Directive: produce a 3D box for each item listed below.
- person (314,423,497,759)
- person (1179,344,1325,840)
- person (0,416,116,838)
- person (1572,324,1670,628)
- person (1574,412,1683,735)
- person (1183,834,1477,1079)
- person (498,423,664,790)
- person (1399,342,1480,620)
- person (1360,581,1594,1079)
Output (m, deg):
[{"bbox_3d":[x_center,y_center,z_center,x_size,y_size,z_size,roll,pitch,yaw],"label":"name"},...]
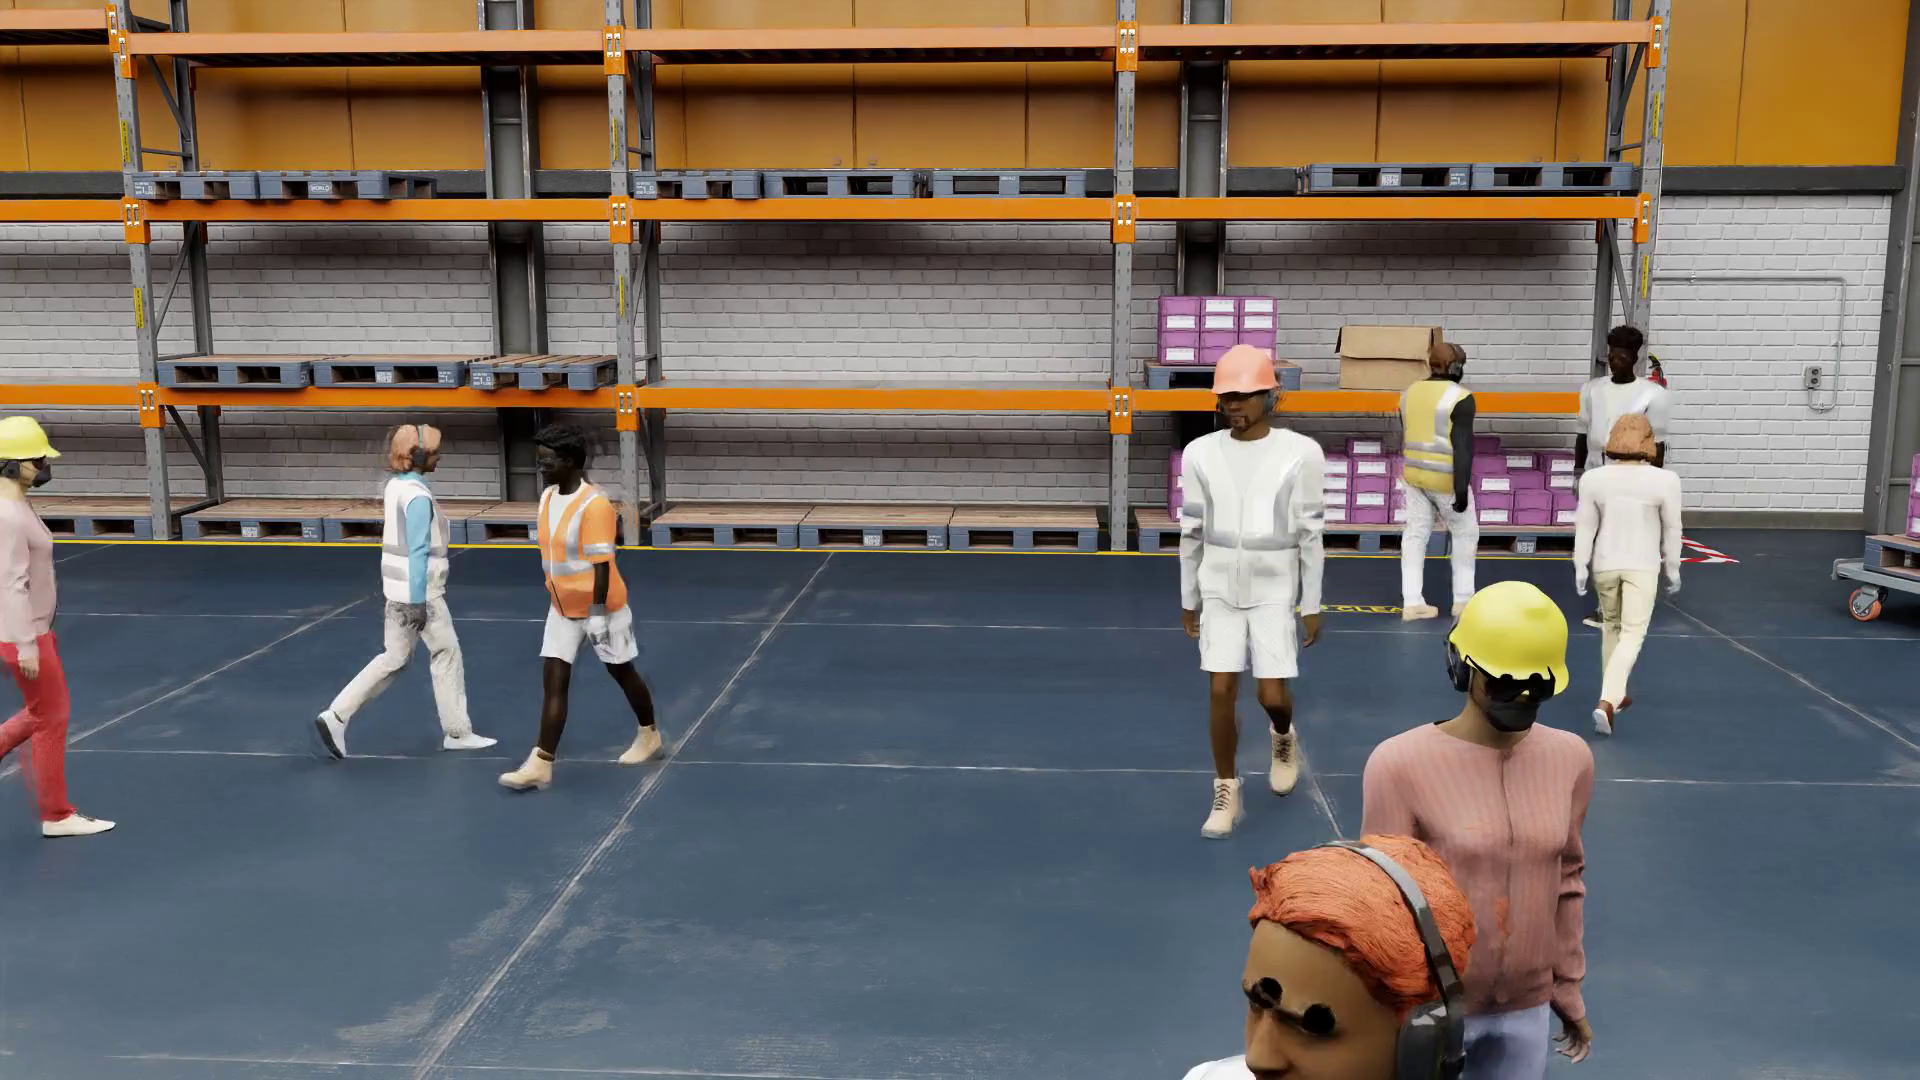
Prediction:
[{"bbox_3d":[-2.642,0.254,7.835,0.765,1.613,0.518,-6,12,-32],"label":"person"},{"bbox_3d":[1.215,0.200,6.901,0.619,2.029,0.616,5,11,25],"label":"person"},{"bbox_3d":[-3.816,0.373,6.703,0.543,1.748,0.535,-5,11,-26],"label":"person"},{"bbox_3d":[4.289,-0.423,10.775,0.655,1.951,0.623,-8,12,-39],"label":"person"},{"bbox_3d":[3.351,0.158,8.414,0.496,1.601,0.805,8,12,38],"label":"person"},{"bbox_3d":[0.463,1.178,1.758,0.989,1.842,0.588,-7,12,-36],"label":"person"},{"bbox_3d":[-1.705,0.289,7.529,0.540,1.647,0.865,8,13,40],"label":"person"},{"bbox_3d":[3.216,-0.383,10.932,0.753,1.813,0.649,-5,11,-29],"label":"person"},{"bbox_3d":[1.043,0.941,3.361,0.522,1.760,0.331,-3,10,-15],"label":"person"}]
